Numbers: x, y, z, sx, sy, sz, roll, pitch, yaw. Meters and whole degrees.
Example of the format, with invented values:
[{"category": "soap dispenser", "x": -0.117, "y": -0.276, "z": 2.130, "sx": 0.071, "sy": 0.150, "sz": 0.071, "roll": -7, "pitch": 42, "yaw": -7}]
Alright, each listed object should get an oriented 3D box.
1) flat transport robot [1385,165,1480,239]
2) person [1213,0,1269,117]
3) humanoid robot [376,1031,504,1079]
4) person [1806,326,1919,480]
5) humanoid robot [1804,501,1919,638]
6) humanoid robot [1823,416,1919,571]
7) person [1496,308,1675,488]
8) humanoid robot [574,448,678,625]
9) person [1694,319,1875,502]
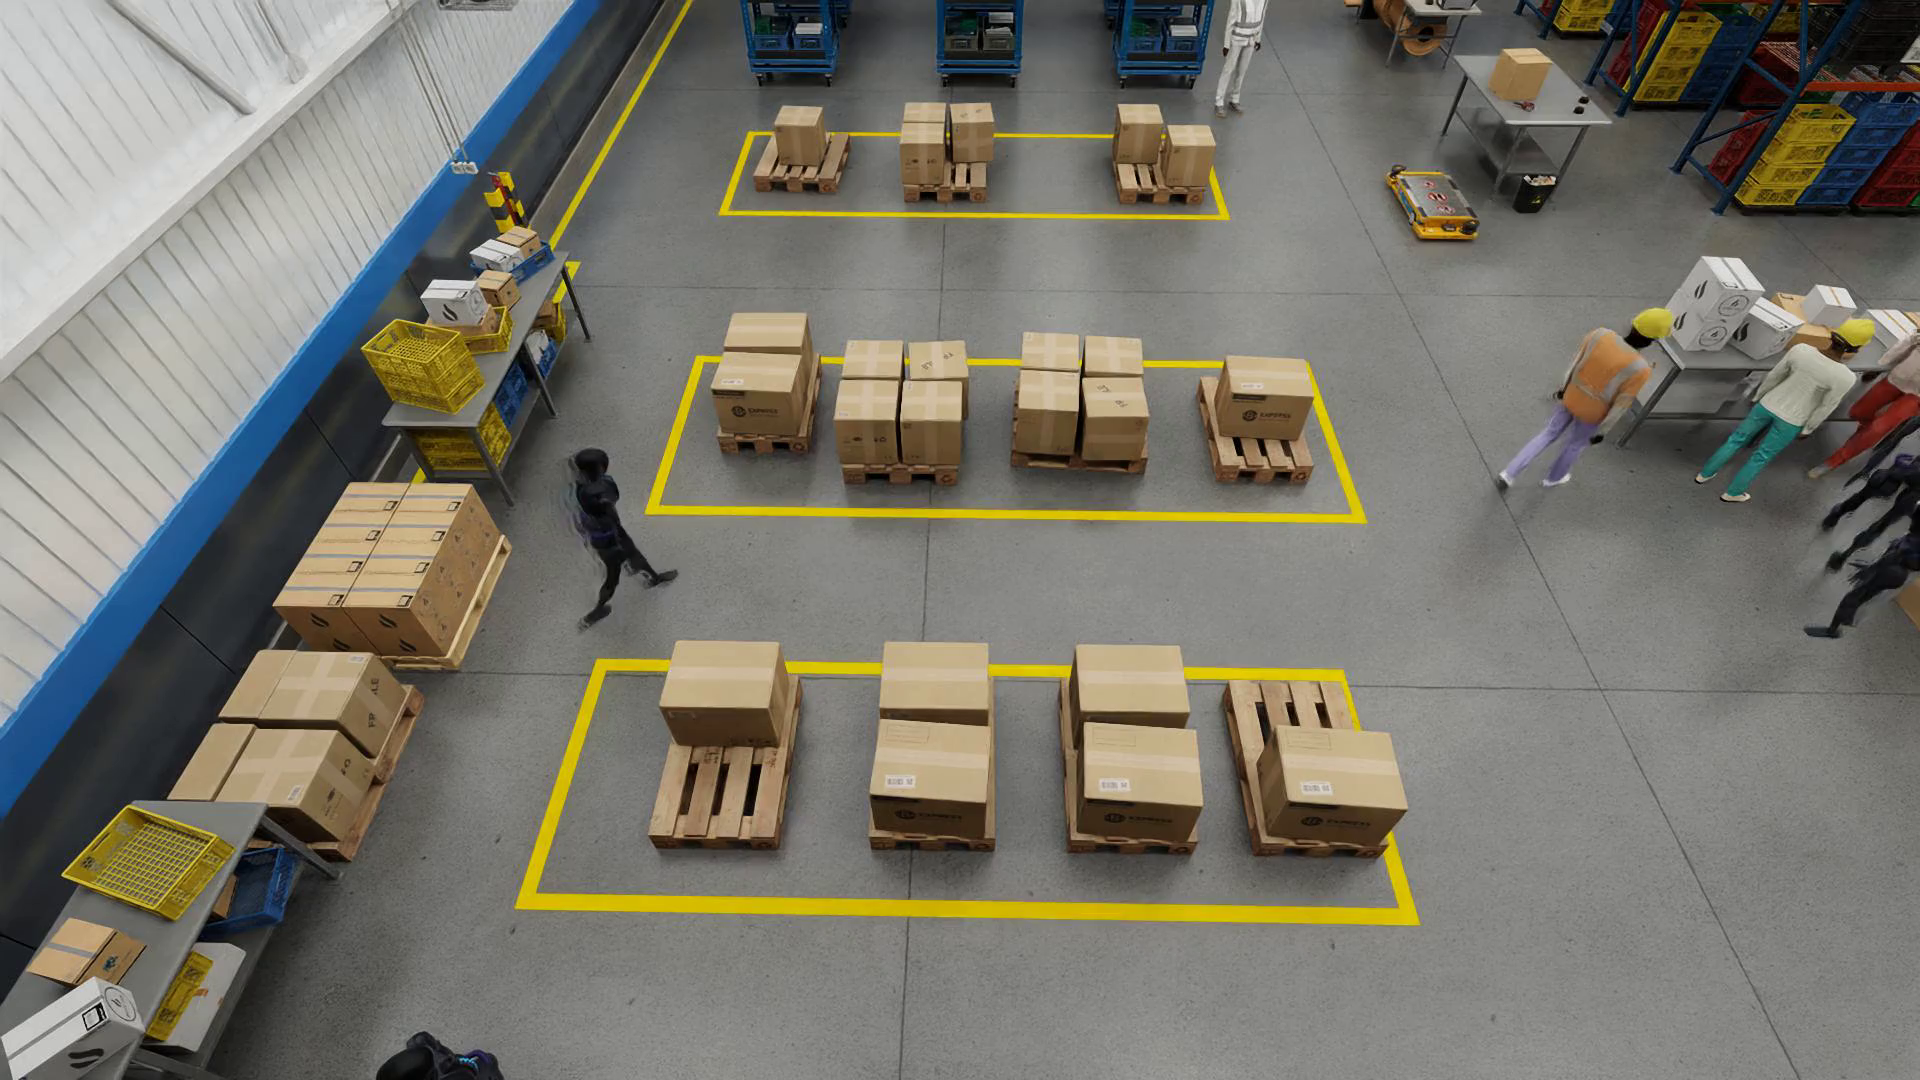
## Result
[{"category": "flat transport robot", "x": 5.692, "y": -4.094, "z": 11.059, "sx": 0.652, "sy": 0.197, "sz": 1.431, "roll": 1, "pitch": 49, "yaw": 1}, {"category": "person", "x": 3.775, "y": -6.657, "z": 12.227, "sx": 0.586, "sy": 1.882, "sz": 0.343, "roll": -18, "pitch": 51, "yaw": -15}, {"category": "humanoid robot", "x": -2.259, "y": 2.653, "z": 4.296, "sx": 0.313, "sy": 1.657, "sz": 0.609, "roll": -34, "pitch": 57, "yaw": -26}, {"category": "person", "x": 7.915, "y": -1.296, "z": 7.543, "sx": 0.707, "sy": 1.950, "sz": 0.668, "roll": -18, "pitch": 51, "yaw": -15}, {"category": "humanoid robot", "x": 6.719, "y": 0.088, "z": 6.538, "sx": 0.662, "sy": 1.632, "sz": 0.386, "roll": -33, "pitch": 57, "yaw": -25}, {"category": "humanoid robot", "x": 7.321, "y": -0.501, "z": 7.065, "sx": 0.784, "sy": 1.615, "sz": 0.552, "roll": -37, "pitch": 58, "yaw": -27}, {"category": "person", "x": 5.073, "y": -1.090, "z": 7.412, "sx": 0.788, "sy": 1.883, "sz": 0.599, "roll": -18, "pitch": 52, "yaw": -15}, {"category": "humanoid robot", "x": -2.614, "y": -0.047, "z": 6.678, "sx": 0.764, "sy": 1.617, "sz": 0.654, "roll": -25, "pitch": 54, "yaw": -20}, {"category": "person", "x": 6.691, "y": -1.040, "z": 7.442, "sx": 0.311, "sy": 1.768, "sz": 0.522, "roll": -17, "pitch": 51, "yaw": -14}]
